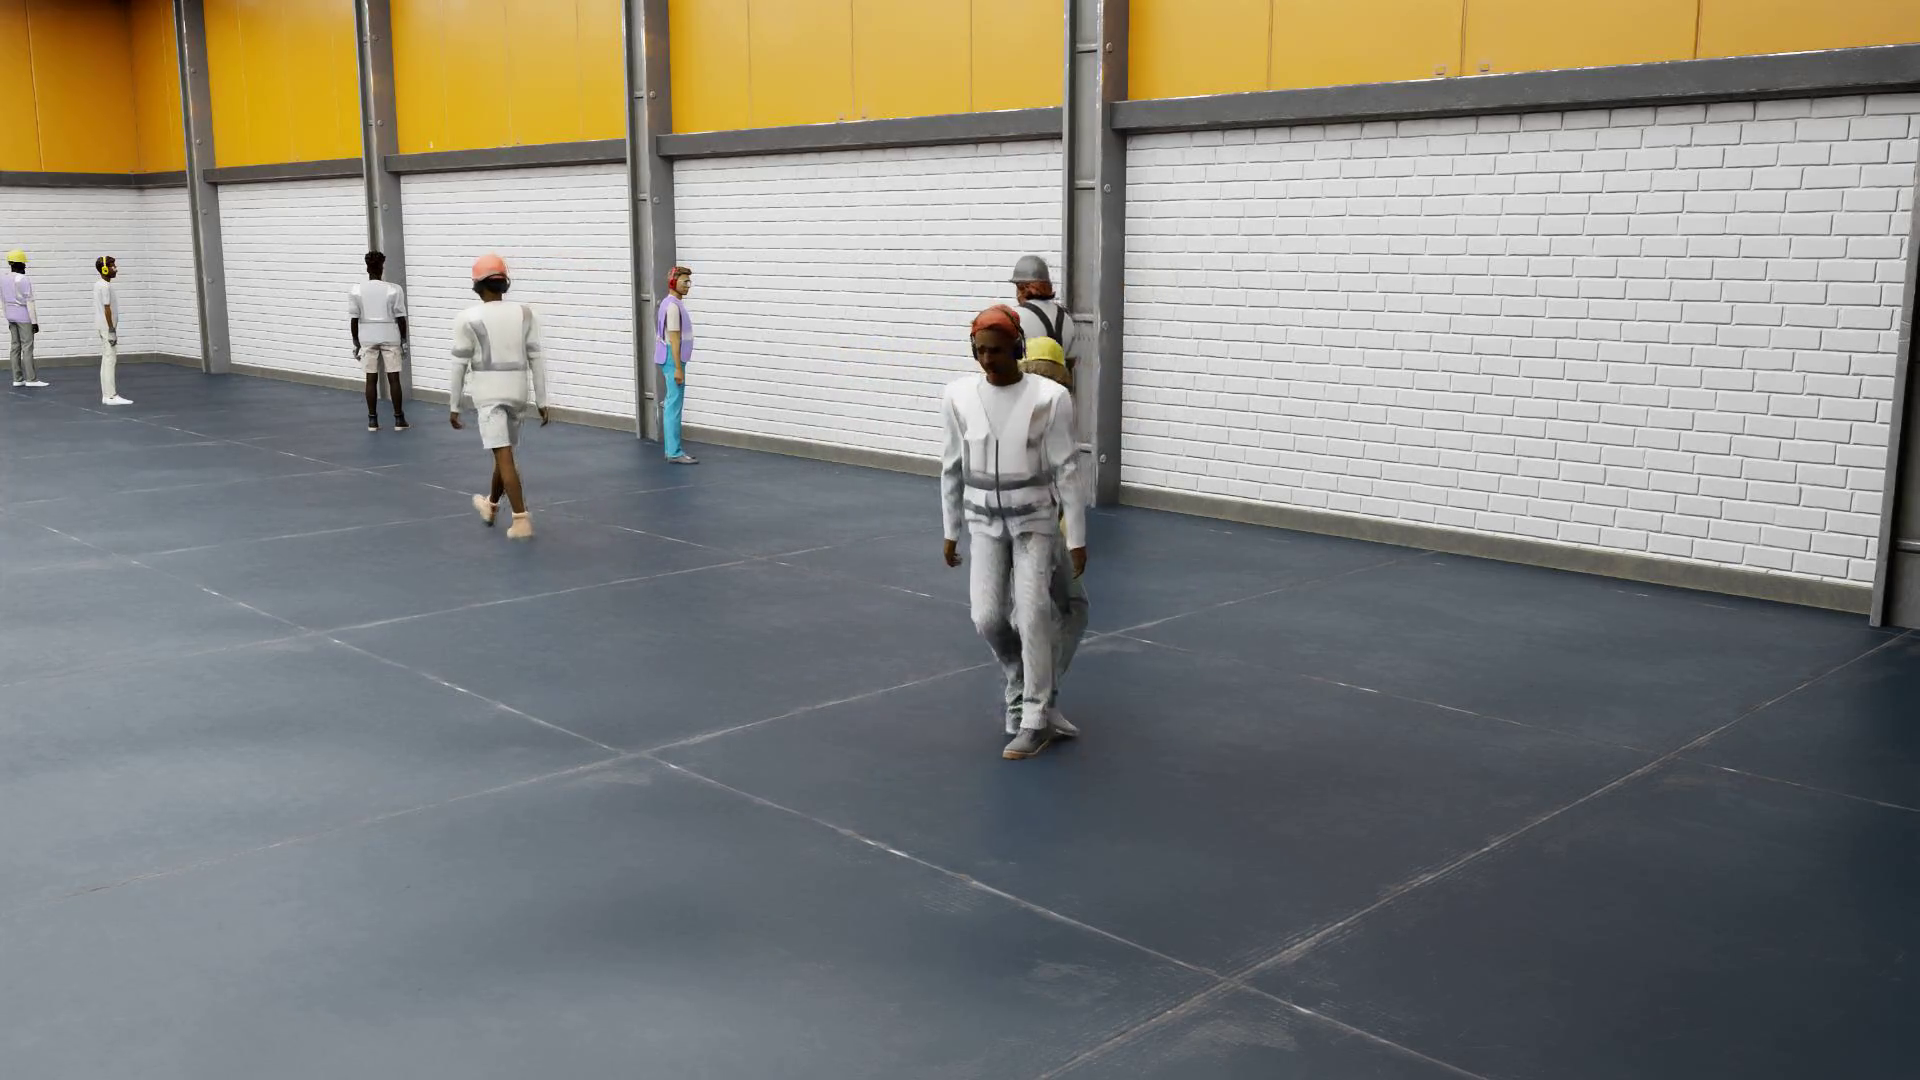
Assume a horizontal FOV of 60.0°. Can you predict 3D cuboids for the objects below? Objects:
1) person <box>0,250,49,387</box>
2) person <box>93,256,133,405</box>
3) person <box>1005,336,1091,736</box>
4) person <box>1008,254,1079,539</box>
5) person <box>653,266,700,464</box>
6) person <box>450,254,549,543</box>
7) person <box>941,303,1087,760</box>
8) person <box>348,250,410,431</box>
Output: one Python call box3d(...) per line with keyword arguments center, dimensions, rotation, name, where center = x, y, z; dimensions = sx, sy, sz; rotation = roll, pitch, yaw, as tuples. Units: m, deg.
box3d(center=(-13.217, -3.112, 23.422), dimensions=(0.587, 1.928, 0.363), rotation=(4, 11, 22), name="person")
box3d(center=(-10.754, -2.646, 21.038), dimensions=(0.333, 1.872, 0.515), rotation=(-7, 13, -34), name="person")
box3d(center=(0.349, -0.013, 7.122), dimensions=(0.420, 1.702, 0.542), rotation=(-3, 11, -17), name="person")
box3d(center=(0.535, -0.960, 11.379), dimensions=(0.882, 2.000, 0.677), rotation=(9, 14, 41), name="person")
box3d(center=(-2.675, -1.634, 15.596), dimensions=(0.396, 1.841, 0.565), rotation=(-2, 11, -11), name="person")
box3d(center=(-3.311, -1.009, 11.766), dimensions=(0.636, 1.990, 1.049), rotation=(-9, 14, -41), name="person")
box3d(center=(0.249, -0.060, 6.956), dimensions=(0.647, 1.865, 0.616), rotation=(3, 11, 18), name="person")
box3d(center=(-6.338, -2.169, 18.173), dimensions=(0.600, 1.967, 0.368), rotation=(-2, 11, -9), name="person")
